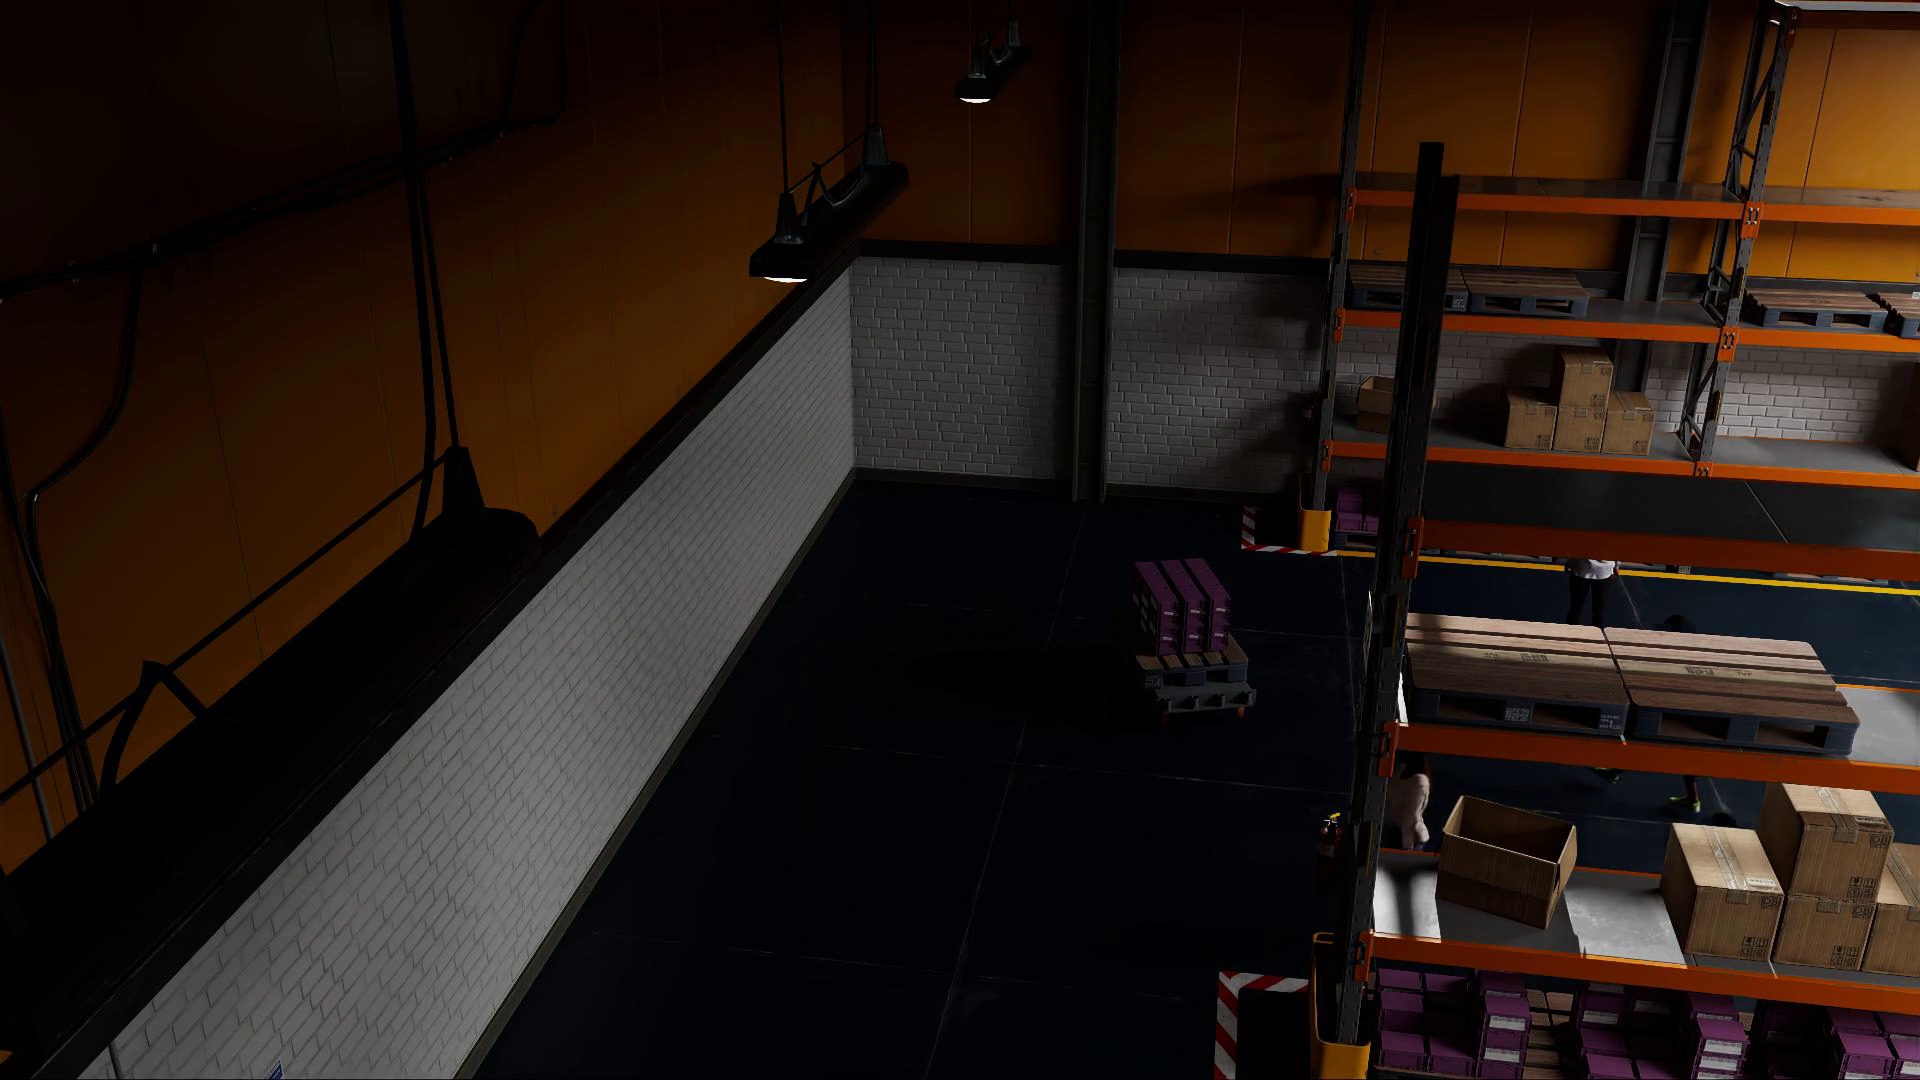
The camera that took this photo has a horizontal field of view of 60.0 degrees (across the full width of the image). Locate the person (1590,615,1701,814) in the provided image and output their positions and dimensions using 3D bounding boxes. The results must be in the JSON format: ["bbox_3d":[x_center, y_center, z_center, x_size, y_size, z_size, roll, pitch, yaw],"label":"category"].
[{"bbox_3d":[5.951,1.466,13.733,1.022,1.695,1.209,-22,32,-40],"label":"person"}]

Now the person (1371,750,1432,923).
[{"bbox_3d":[3.345,2.161,12.167,0.896,1.677,0.680,3,24,7],"label":"person"}]
